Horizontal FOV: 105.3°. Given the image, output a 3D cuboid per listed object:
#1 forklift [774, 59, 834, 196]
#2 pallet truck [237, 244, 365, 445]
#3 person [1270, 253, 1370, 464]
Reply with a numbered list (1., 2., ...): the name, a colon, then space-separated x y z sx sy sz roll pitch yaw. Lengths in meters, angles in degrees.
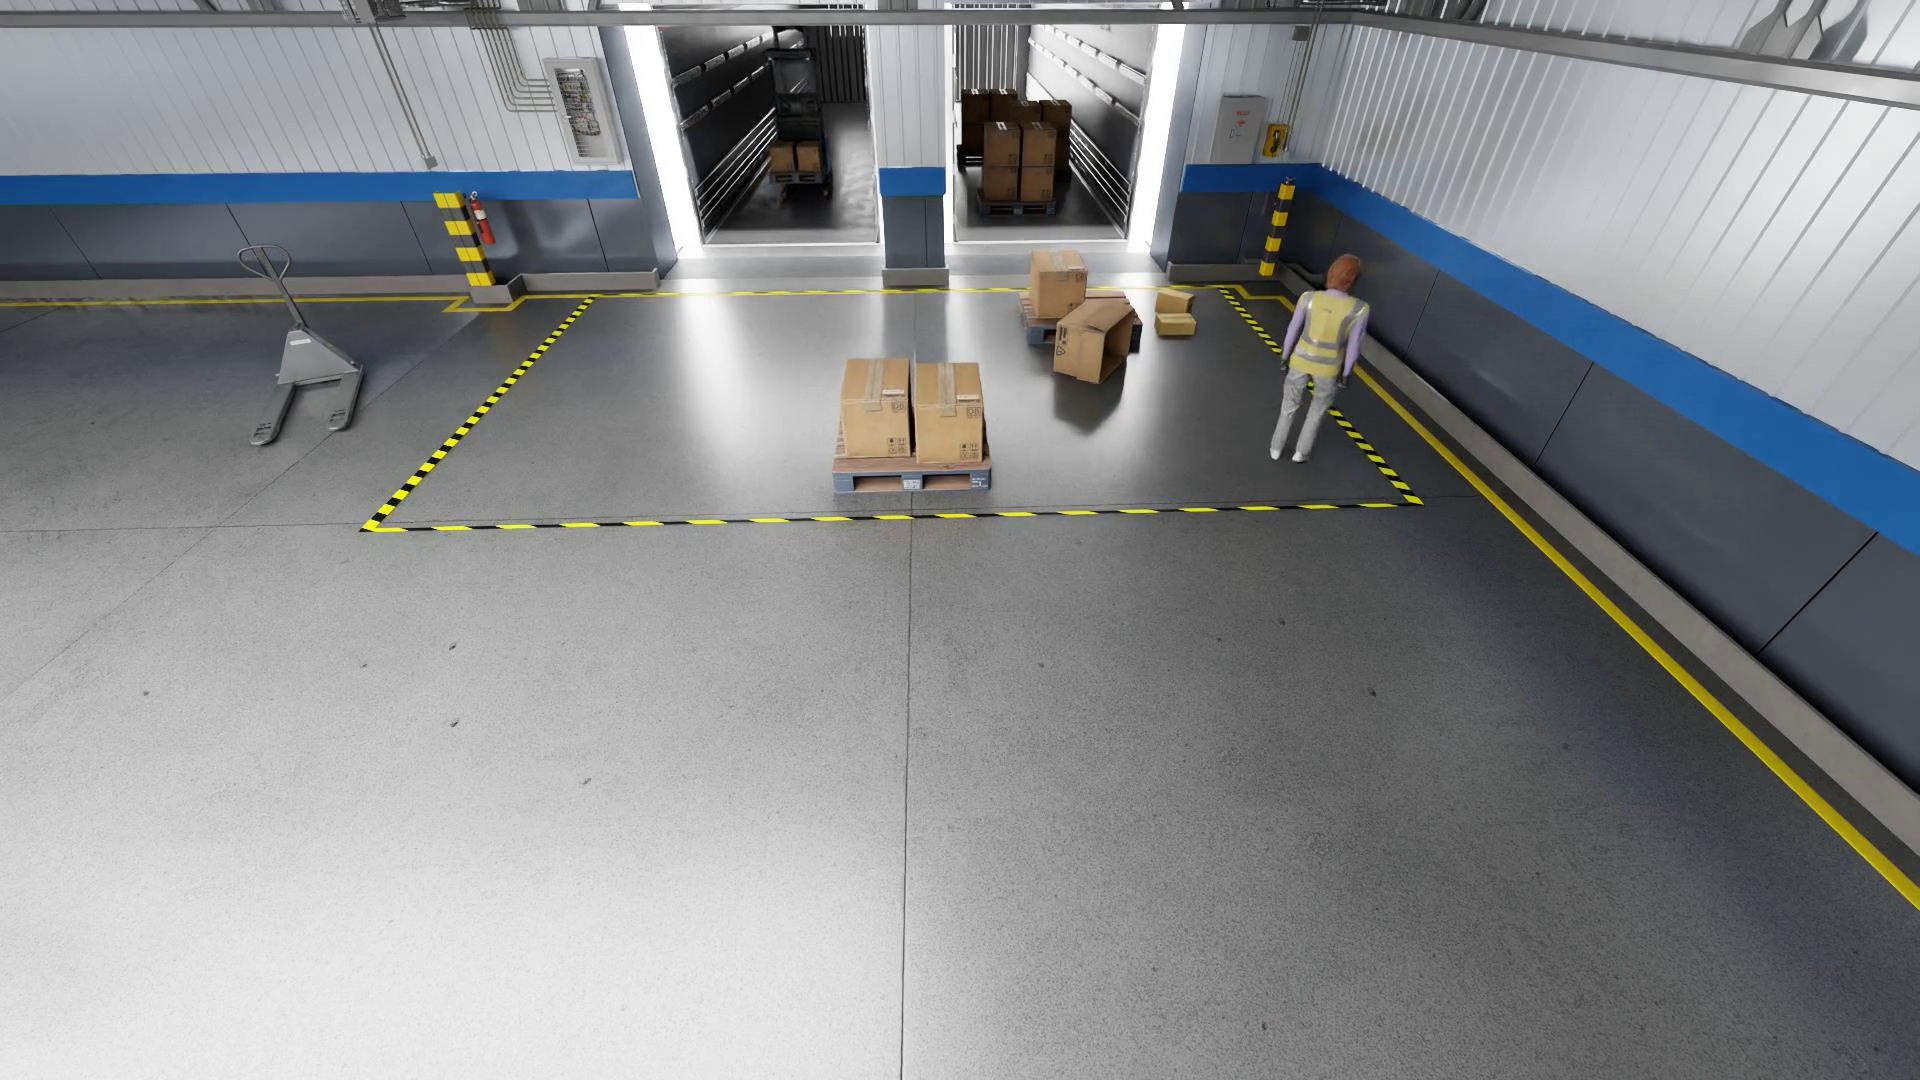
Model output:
1. forklift: -2.671 -7.146 12.544 0.716 2.013 0.776 -2 39 -2
2. pallet truck: -5.915 -1.733 6.366 0.680 1.201 1.601 -18 42 -21
3. person: 2.662 -1.300 5.501 0.537 1.631 0.342 27 46 30
